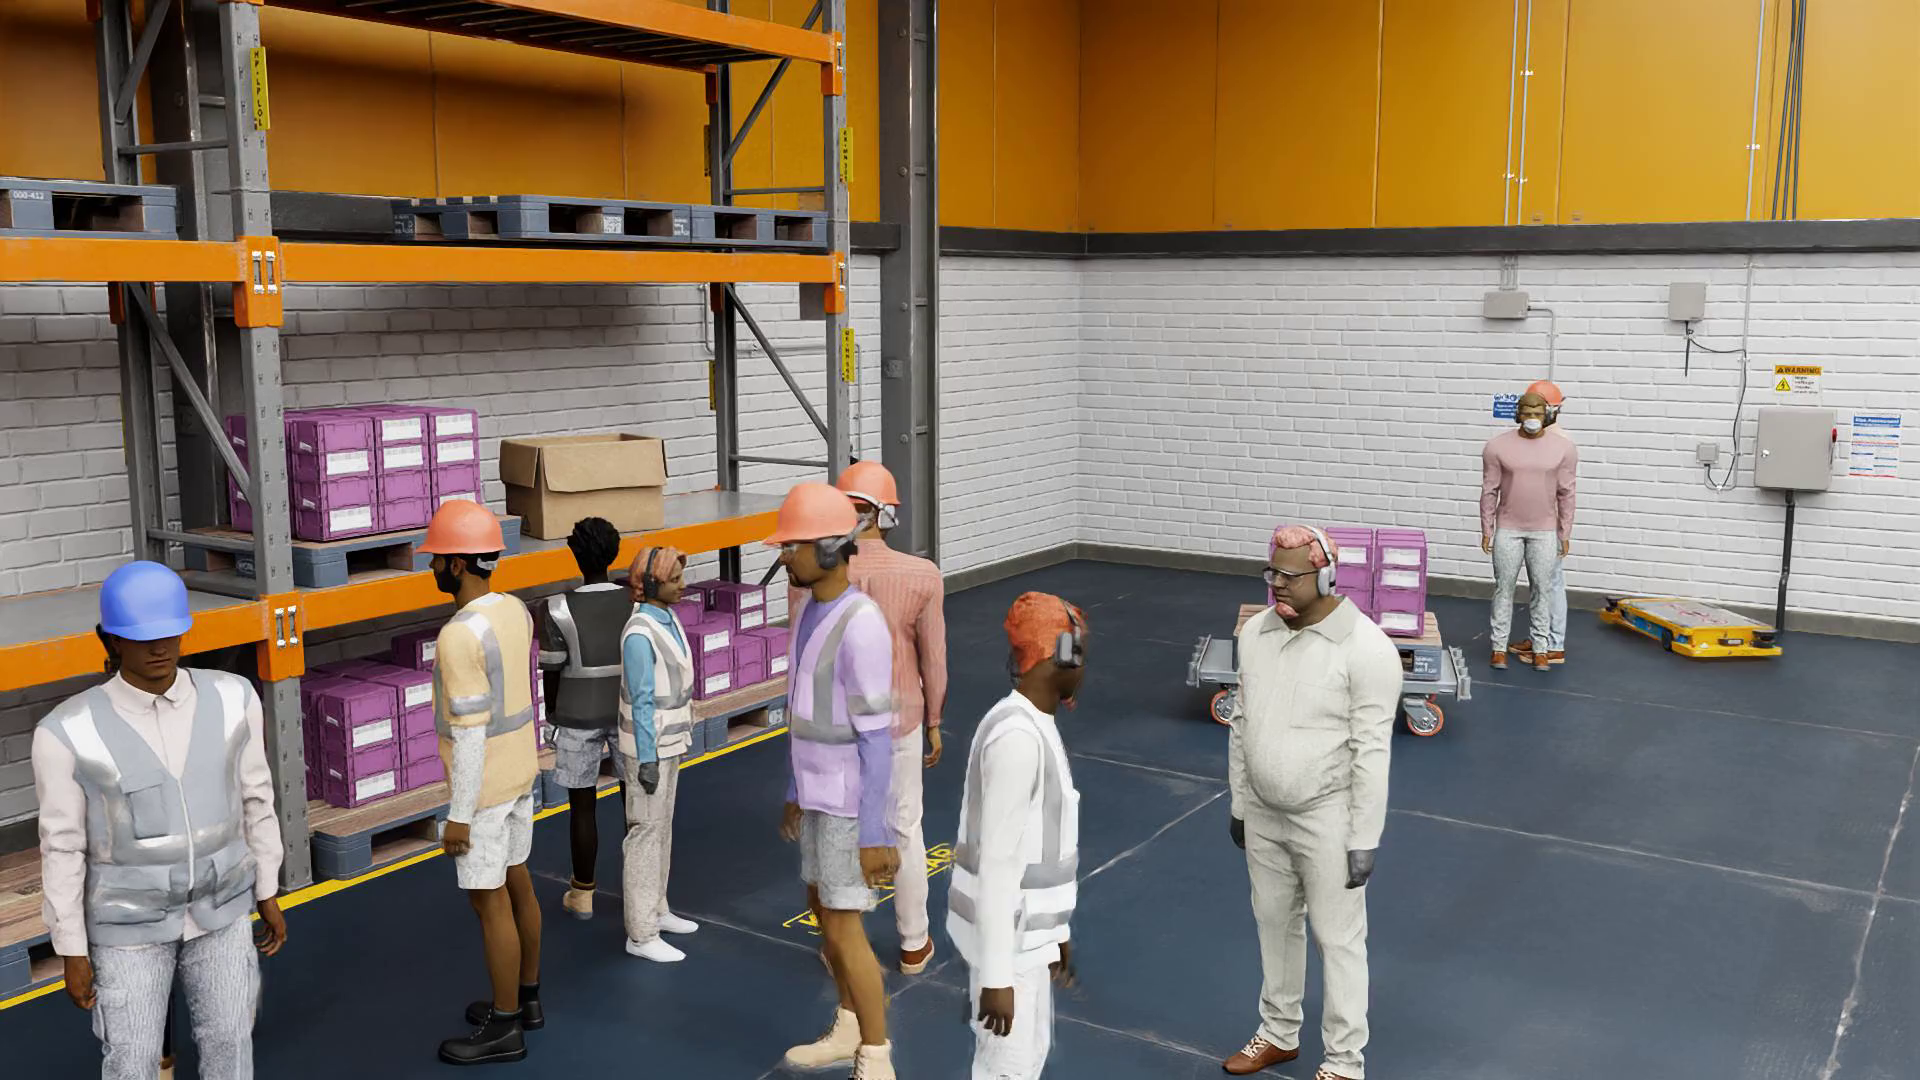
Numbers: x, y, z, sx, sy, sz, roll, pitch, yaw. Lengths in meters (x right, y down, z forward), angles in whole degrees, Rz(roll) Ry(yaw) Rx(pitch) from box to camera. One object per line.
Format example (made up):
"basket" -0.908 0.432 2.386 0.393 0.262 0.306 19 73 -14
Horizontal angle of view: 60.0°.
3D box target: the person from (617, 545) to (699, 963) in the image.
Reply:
"person" -1.202 0.832 6.605 0.312 1.639 0.520 0 9 2

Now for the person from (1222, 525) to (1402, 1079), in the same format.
"person" 1.103 0.891 5.412 0.398 1.900 0.635 -7 11 -39

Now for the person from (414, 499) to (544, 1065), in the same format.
"person" -1.644 0.825 5.689 0.375 1.939 0.546 1 9 6

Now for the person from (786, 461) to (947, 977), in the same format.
"person" -0.356 0.692 6.395 0.612 1.986 0.401 0 9 -3

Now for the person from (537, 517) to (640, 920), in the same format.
"person" -1.504 0.743 6.994 0.534 1.699 0.318 -4 10 -26

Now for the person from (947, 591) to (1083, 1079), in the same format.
"person" 0.142 1.077 4.365 0.349 1.853 0.699 1 9 9

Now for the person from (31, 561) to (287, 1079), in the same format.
"person" -2.143 1.008 4.511 0.405 1.942 0.612 8 12 44

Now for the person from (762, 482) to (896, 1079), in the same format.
"person" -0.403 0.836 5.395 0.379 2.025 0.710 -4 9 -22

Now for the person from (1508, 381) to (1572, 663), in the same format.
"person" 4.100 -0.126 11.727 0.405 1.987 0.622 0 9 2

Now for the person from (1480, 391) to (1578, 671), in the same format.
"person" 3.902 -0.061 11.467 0.625 1.934 0.377 3 9 17

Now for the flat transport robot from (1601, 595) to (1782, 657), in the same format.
"flat transport robot" 5.409 0.627 12.372 0.652 0.197 1.431 -1 9 -4

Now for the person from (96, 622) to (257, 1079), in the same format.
"person" -2.544 0.999 5.382 0.547 1.673 0.558 0 9 -1
